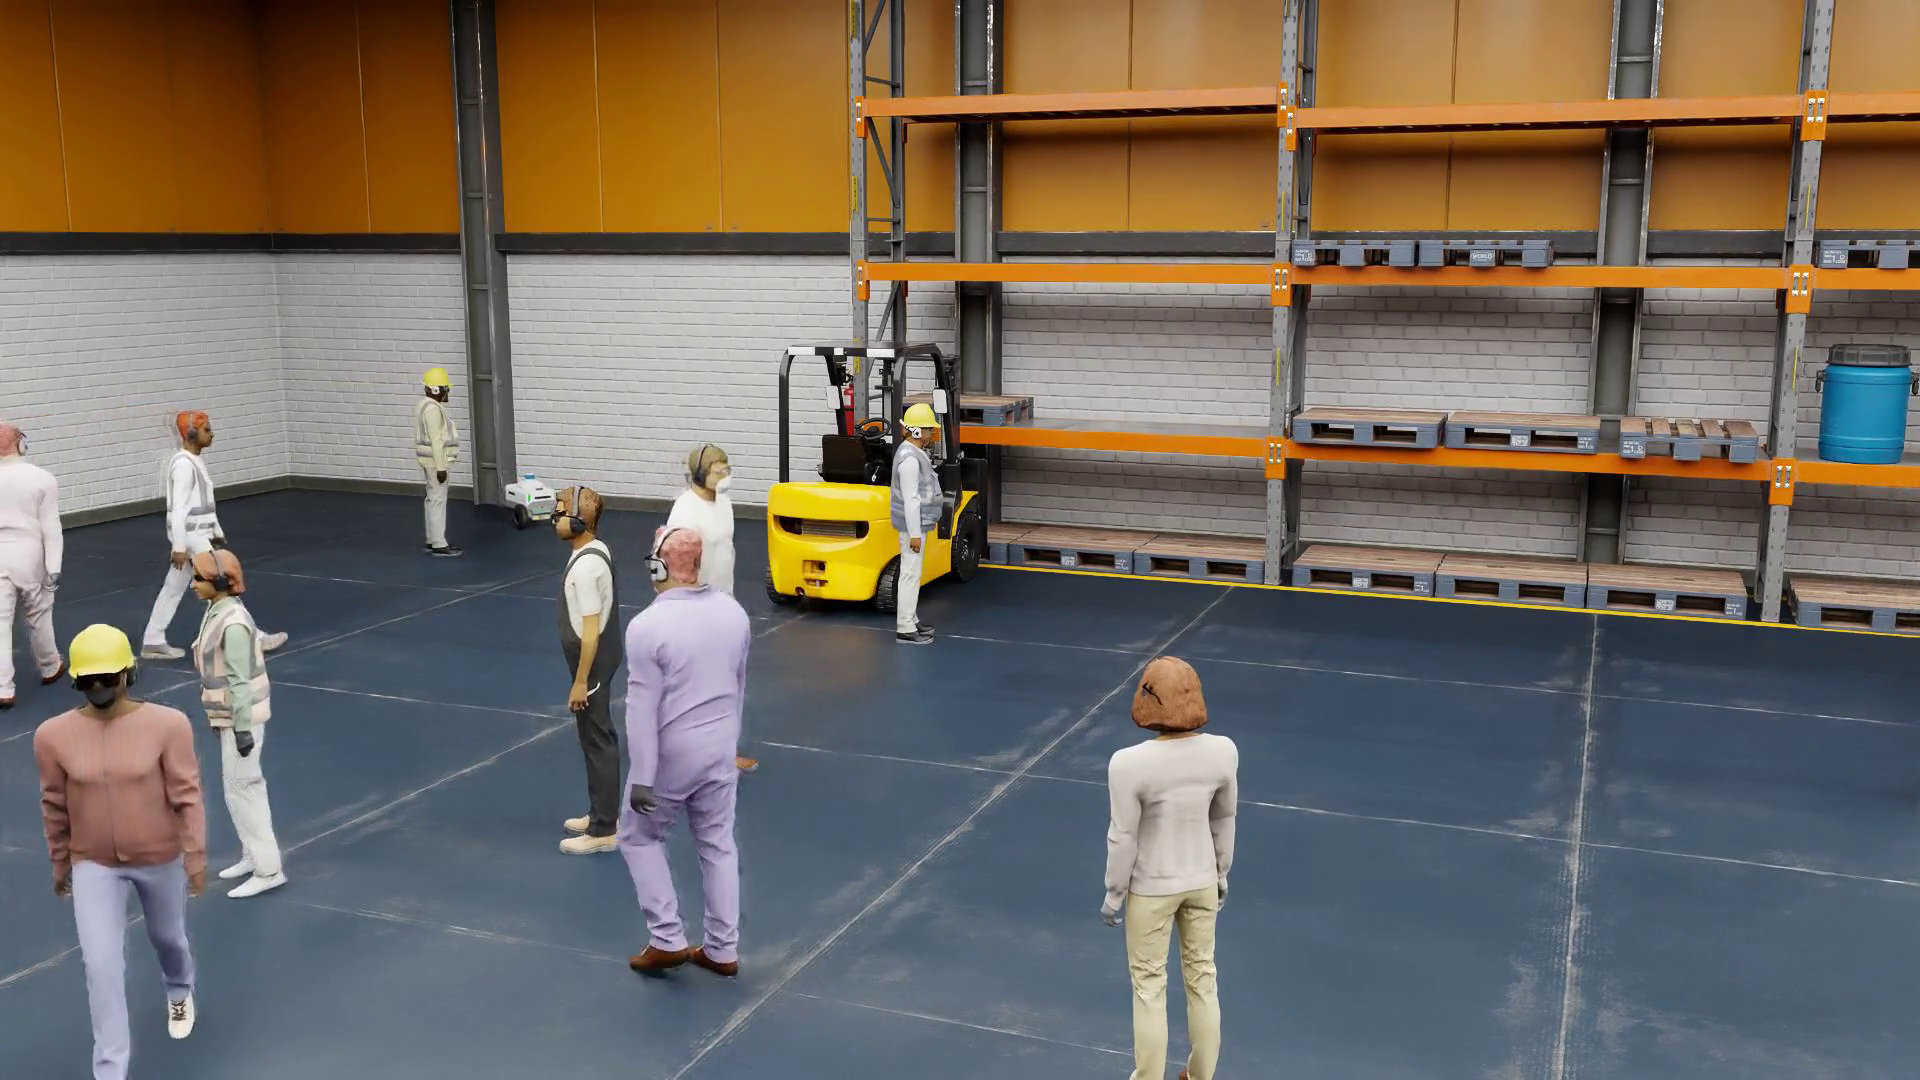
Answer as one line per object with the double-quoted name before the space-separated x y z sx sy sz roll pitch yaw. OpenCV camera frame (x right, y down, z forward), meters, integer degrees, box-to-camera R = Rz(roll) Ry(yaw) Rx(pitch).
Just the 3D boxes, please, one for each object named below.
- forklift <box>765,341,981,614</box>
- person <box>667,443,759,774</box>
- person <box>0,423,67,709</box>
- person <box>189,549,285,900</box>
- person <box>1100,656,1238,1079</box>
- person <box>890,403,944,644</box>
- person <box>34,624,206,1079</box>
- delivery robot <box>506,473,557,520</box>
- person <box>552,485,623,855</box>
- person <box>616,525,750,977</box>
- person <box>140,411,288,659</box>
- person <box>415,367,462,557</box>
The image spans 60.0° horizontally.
"forklift" -0.739 -0.602 14.246 1.214 2.155 2.313 4 11 21
"person" -1.527 0.388 9.489 0.679 1.919 0.645 2 10 13
"person" -6.300 0.150 11.062 0.664 1.846 1.016 -3 11 -15
"person" -3.385 0.842 7.774 0.318 1.631 0.519 -6 12 -29
"person" 0.720 1.202 5.749 0.501 1.636 0.280 -4 11 -23
"person" -0.326 -0.125 12.622 0.403 1.823 0.590 0 10 1
"person" -2.995 1.116 6.001 0.532 1.723 0.921 -3 11 -18
"delivery robot" -4.598 -0.470 17.817 0.477 0.478 0.707 -7 12 -34
"person" -1.858 0.642 8.289 0.346 1.846 0.505 -1 10 -6
"person" -1.156 0.877 6.863 0.576 1.886 0.673 8 13 37
"person" -5.520 -0.028 12.088 1.029 1.823 0.602 -4 11 -20
"person" -5.058 -0.758 16.130 0.404 1.827 0.600 -5 11 -24
